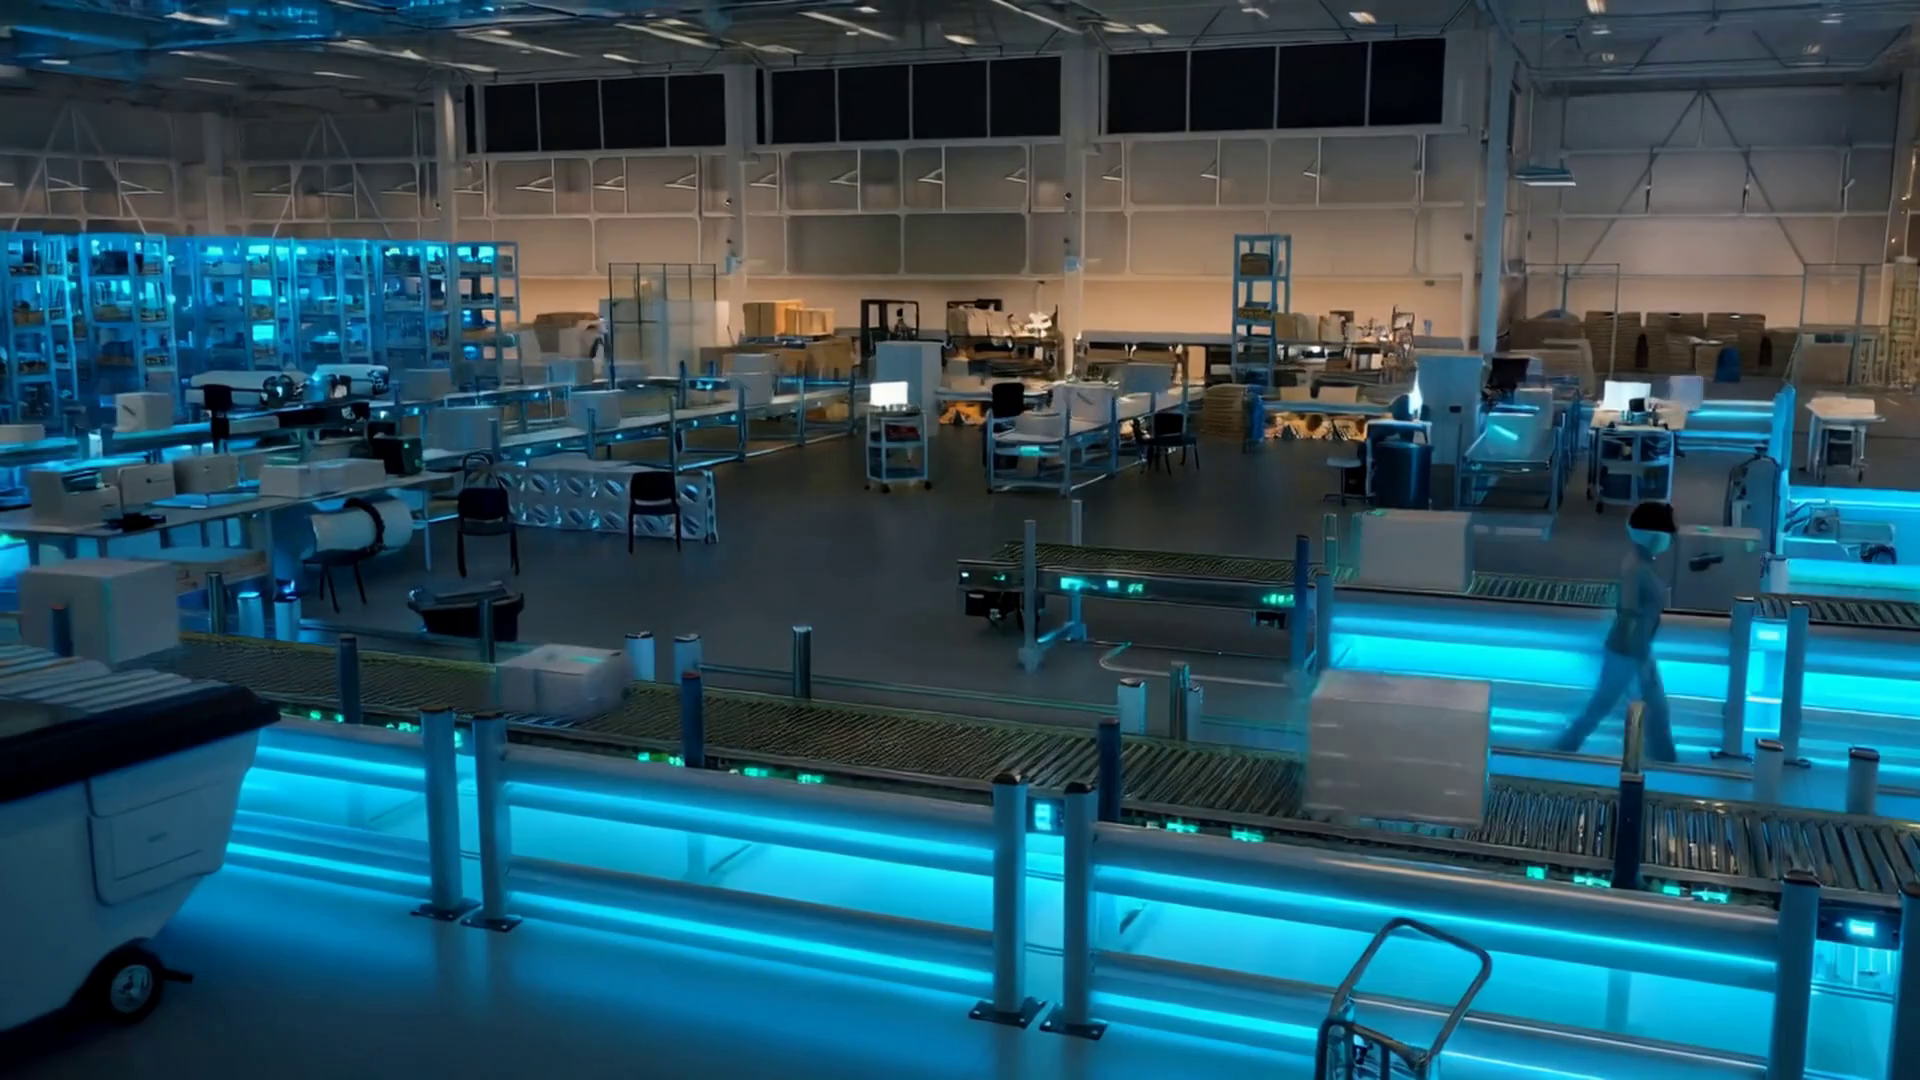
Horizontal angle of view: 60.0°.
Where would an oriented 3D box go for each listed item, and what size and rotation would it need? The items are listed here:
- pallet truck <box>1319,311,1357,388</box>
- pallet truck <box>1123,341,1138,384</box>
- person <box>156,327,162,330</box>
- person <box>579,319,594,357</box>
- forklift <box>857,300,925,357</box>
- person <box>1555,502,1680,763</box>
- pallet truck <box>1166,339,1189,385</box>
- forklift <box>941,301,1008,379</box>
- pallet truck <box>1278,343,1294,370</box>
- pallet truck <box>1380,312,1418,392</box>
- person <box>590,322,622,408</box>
[{"bbox_3d":[9.071,-4.419,39.190,0.823,1.965,1.885,5,10,26],"label":"pallet truck"},{"bbox_3d":[4.445,-4.380,41.279,0.680,1.201,1.601,4,10,22],"label":"pallet truck"},{"bbox_3d":[-17.877,-4.001,37.164,0.579,1.831,0.396,-6,11,-34],"label":"person"},{"bbox_3d":[-8.411,-4.091,37.700,0.403,1.834,0.589,6,11,34],"label":"person"},{"bbox_3d":[-1.732,-5.109,42.468,1.157,1.987,2.680,4,10,22],"label":"forklift"},{"bbox_3d":[3.817,0.629,9.454,0.919,1.724,0.542,5,11,30],"label":"person"},{"bbox_3d":[5.418,-4.269,40.420,0.704,1.261,1.522,3,10,20],"label":"pallet truck"},{"bbox_3d":[0.365,-4.966,41.571,1.157,1.987,2.680,3,10,20],"label":"forklift"},{"bbox_3d":[7.886,-4.163,39.743,0.653,1.274,1.630,4,10,22],"label":"pallet truck"},{"bbox_3d":[10.207,-4.283,38.369,0.823,1.965,1.885,3,10,20],"label":"pallet truck"},{"bbox_3d":[-7.722,-3.699,35.254,0.932,1.866,0.633,-3,10,-16],"label":"person"}]
